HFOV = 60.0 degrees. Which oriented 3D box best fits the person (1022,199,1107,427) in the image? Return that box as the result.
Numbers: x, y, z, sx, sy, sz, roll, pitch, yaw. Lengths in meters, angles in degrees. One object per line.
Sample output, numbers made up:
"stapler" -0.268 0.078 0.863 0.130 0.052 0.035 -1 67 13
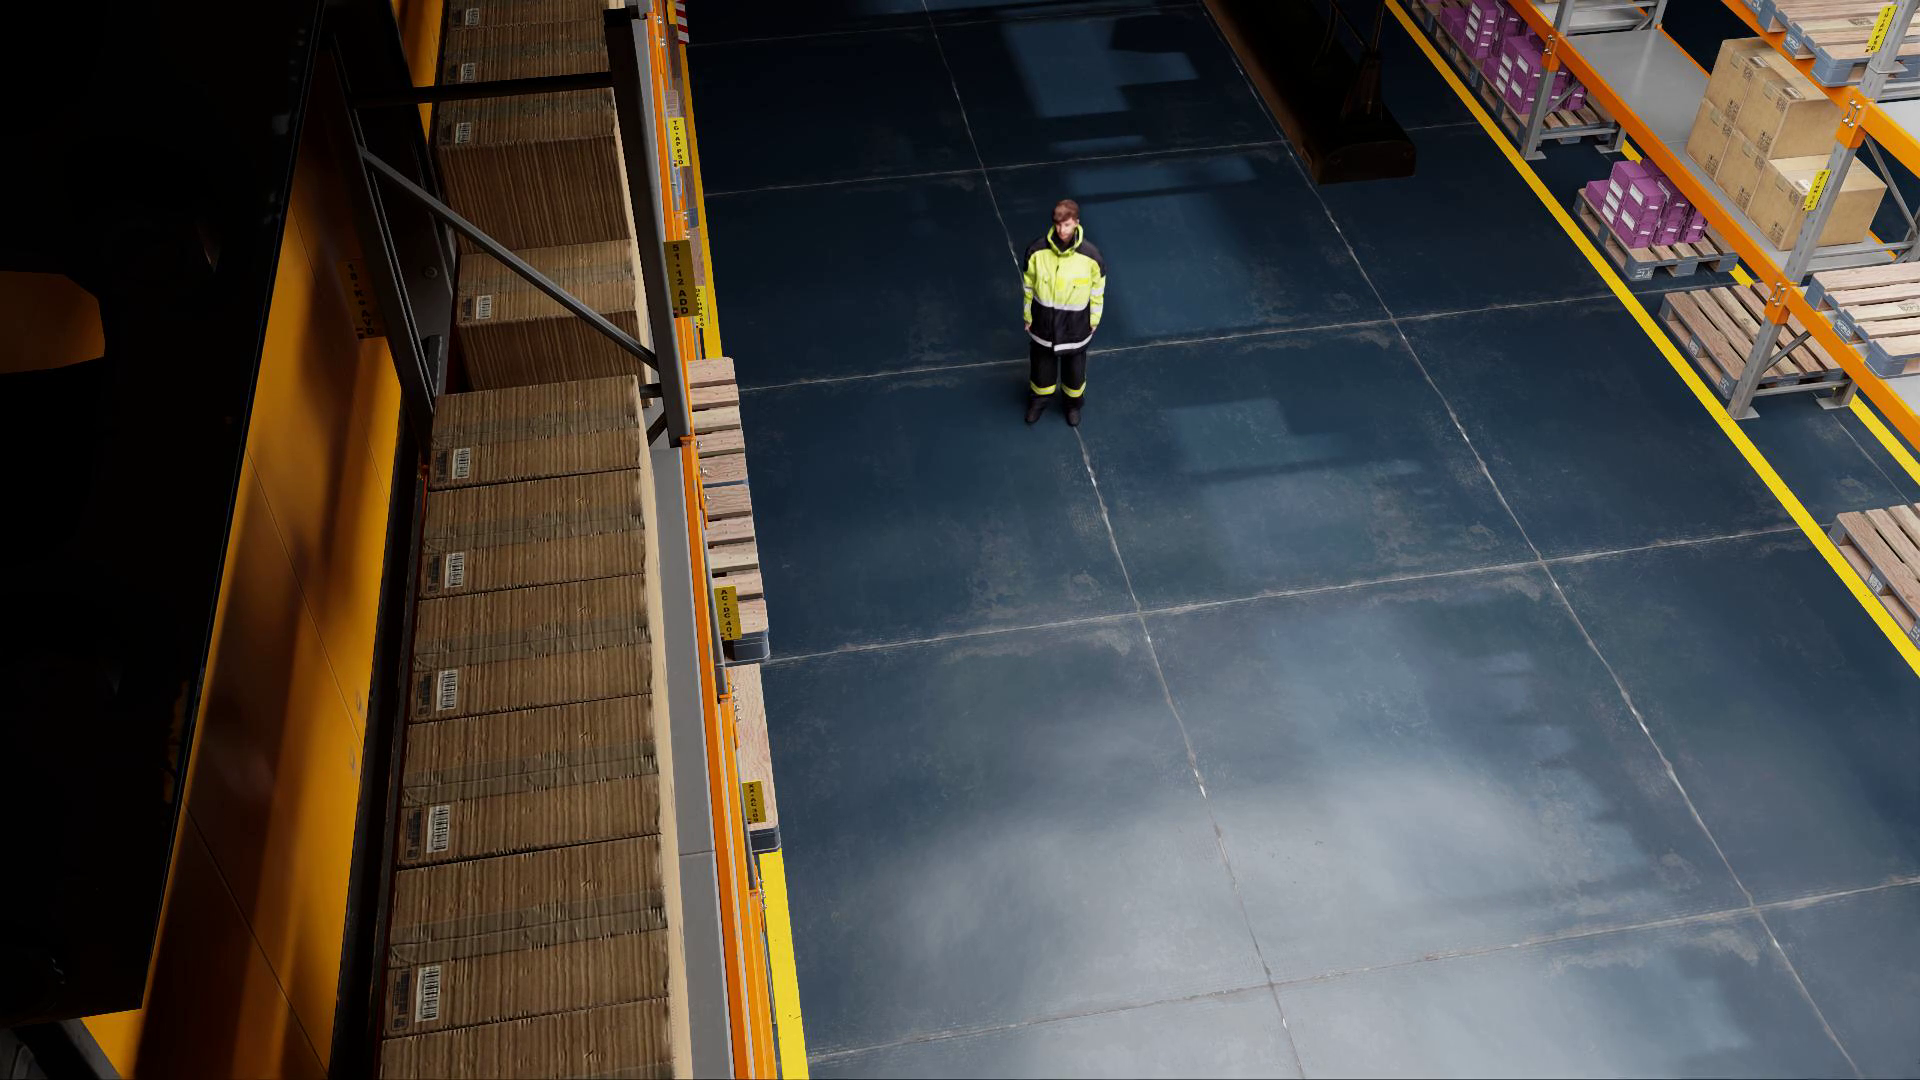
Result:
"person" 0.778 -1.721 12.586 0.847 1.980 0.773 5 44 6
